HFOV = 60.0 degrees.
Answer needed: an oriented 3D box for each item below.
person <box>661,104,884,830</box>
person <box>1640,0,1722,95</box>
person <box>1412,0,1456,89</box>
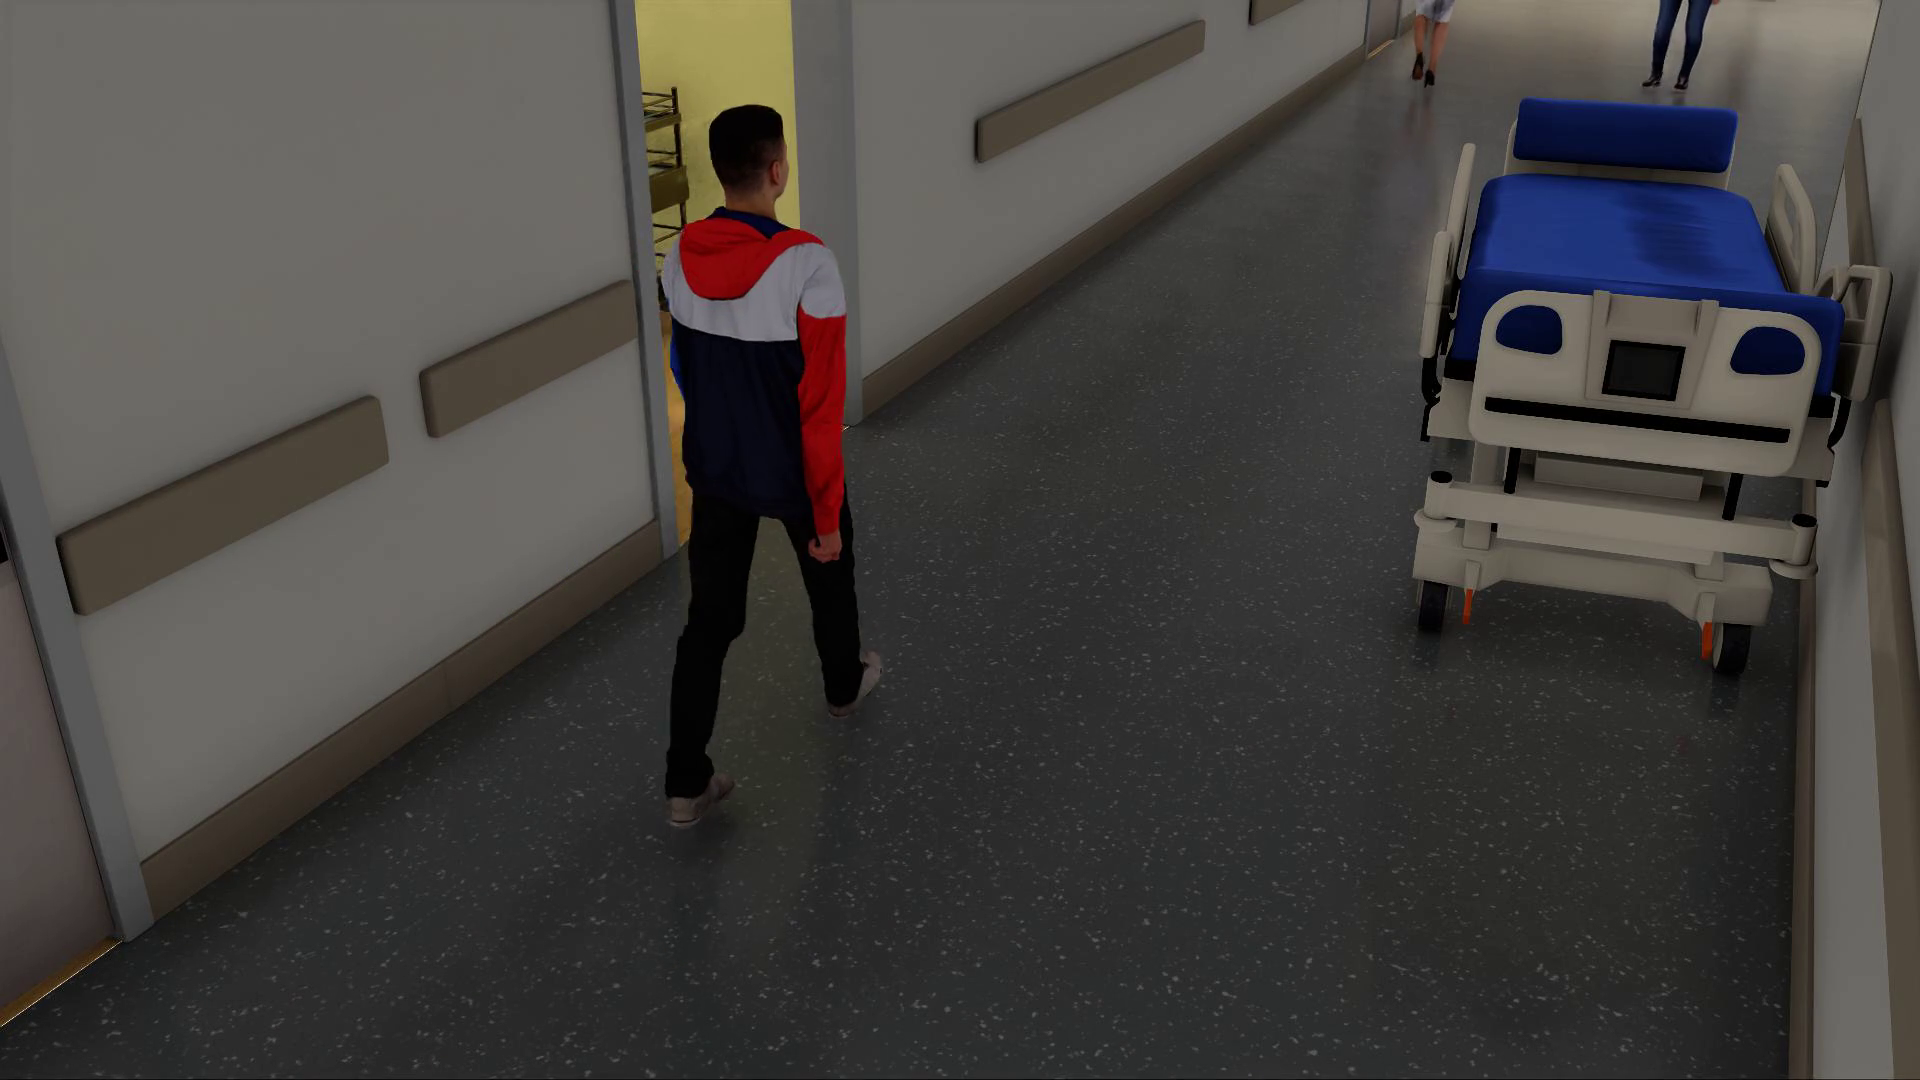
[{"bbox_3d":[-0.528,-0.114,3.999,1.111,1.712,0.764,9,27,19],"label":"person"},{"bbox_3d":[5.644,-4.326,12.741,0.708,1.707,0.789,17,31,32],"label":"person"},{"bbox_3d":[3.672,-4.339,12.733,0.549,1.738,0.657,10,28,20],"label":"person"}]
